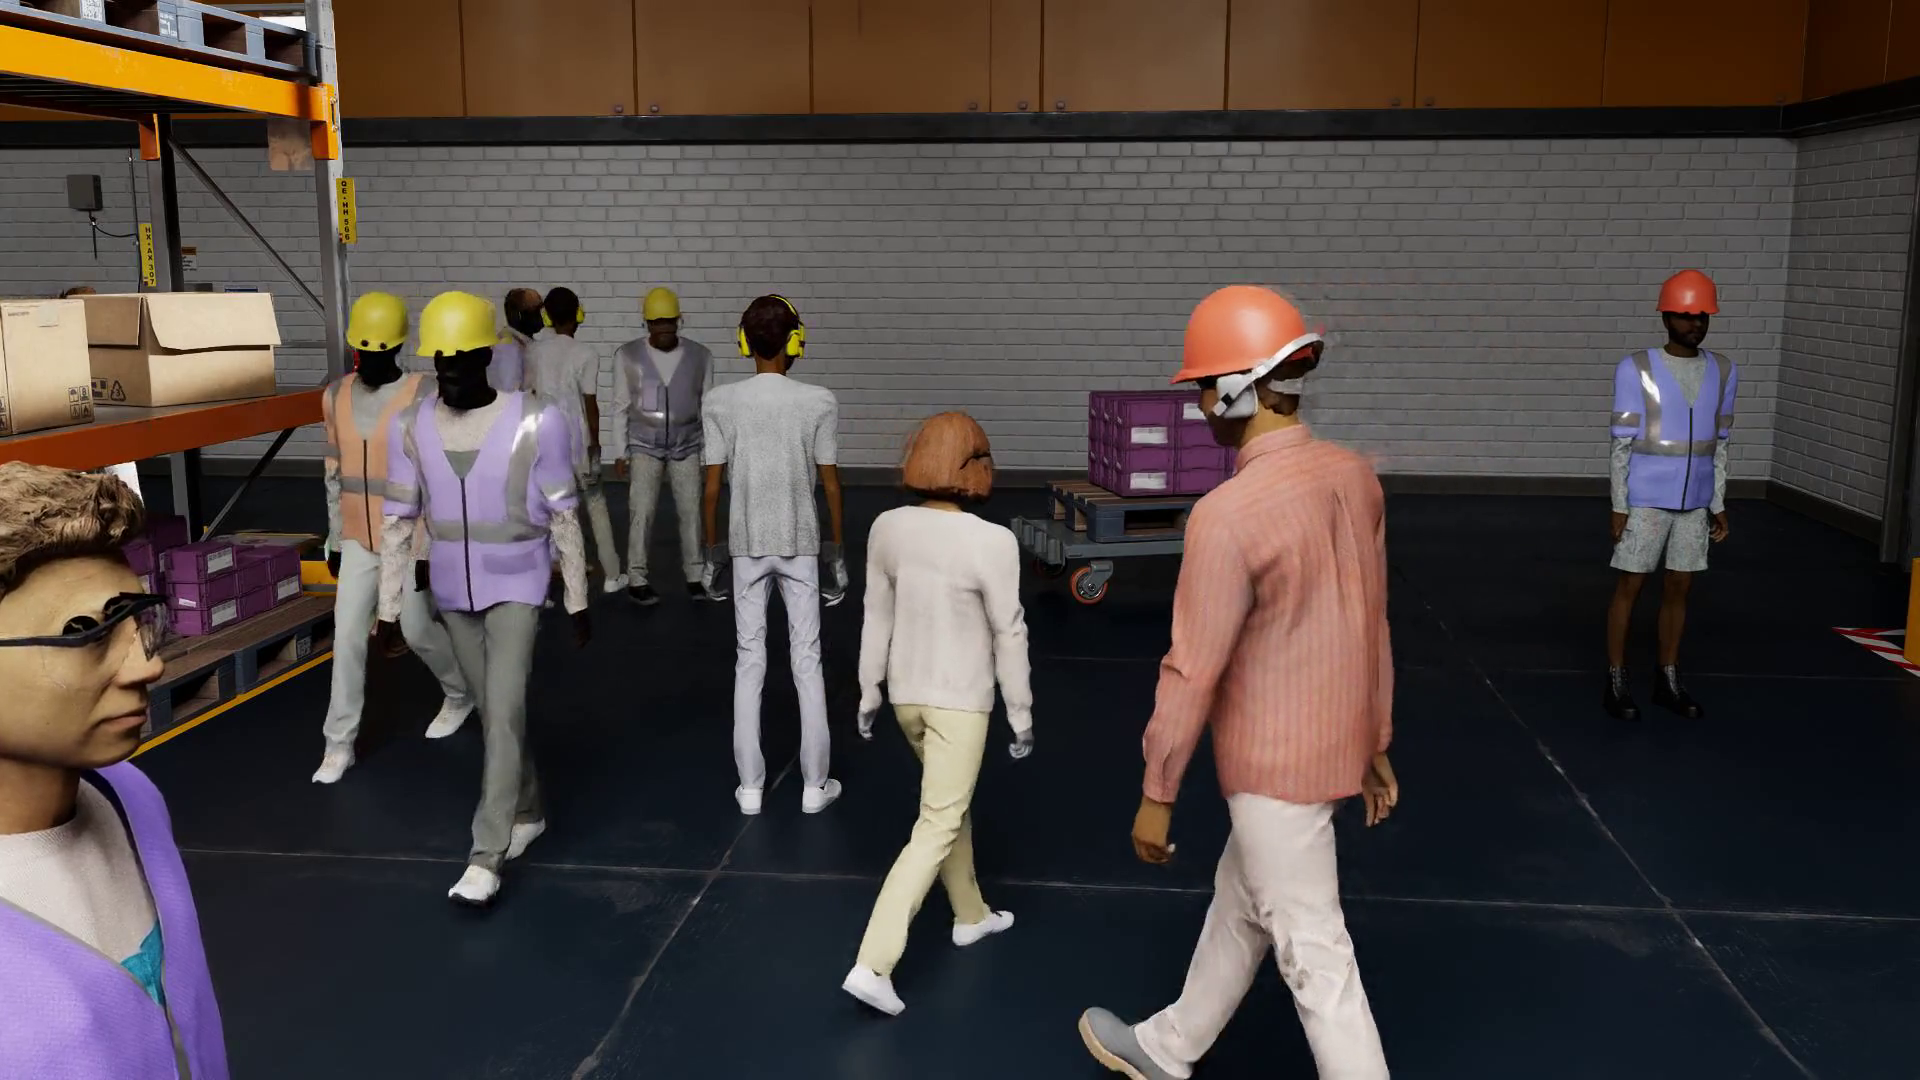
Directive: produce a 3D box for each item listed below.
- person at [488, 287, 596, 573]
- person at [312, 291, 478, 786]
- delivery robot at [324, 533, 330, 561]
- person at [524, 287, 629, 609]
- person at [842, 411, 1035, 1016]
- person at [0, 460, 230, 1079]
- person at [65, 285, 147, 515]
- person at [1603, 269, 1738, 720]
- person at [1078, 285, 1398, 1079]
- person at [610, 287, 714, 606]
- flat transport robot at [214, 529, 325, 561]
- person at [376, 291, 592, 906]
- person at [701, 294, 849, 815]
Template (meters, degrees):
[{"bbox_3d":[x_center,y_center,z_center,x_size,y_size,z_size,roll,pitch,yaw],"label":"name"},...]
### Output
[{"bbox_3d":[-2.751,-0.643,10.205,0.857,1.810,0.630,-1,10,-4],"label":"person"},{"bbox_3d":[-2.206,-0.043,6.551,0.624,1.877,0.872,3,10,15],"label":"person"},{"bbox_3d":[-3.444,0.045,9.539,0.477,0.478,0.707,-3,10,-17],"label":"delivery robot"},{"bbox_3d":[-2.260,-0.529,9.501,0.500,1.829,0.948,2,10,14],"label":"person"},{"bbox_3d":[-0.079,0.450,4.518,0.516,1.599,0.830,8,13,39],"label":"person"},{"bbox_3d":[-0.850,0.844,1.536,0.396,1.847,0.564,-1,10,-5],"label":"person"},{"bbox_3d":[-5.720,-0.769,10.936,0.935,1.797,0.640,4,11,24],"label":"person"},{"bbox_3d":[3.061,-0.183,7.152,0.547,1.938,0.377,-1,10,-6],"label":"person"},{"bbox_3d":[0.575,0.449,3.517,1.013,1.937,0.628,8,13,40],"label":"person"},{"bbox_3d":[-1.687,-0.526,9.492,0.606,1.819,0.447,-3,10,-14],"label":"person"},{"bbox_3d":[-4.373,0.140,10.075,0.652,0.197,1.431,0,10,2],"label":"flat transport robot"},{"bbox_3d":[-1.537,0.180,5.199,0.618,1.879,0.933,2,10,11],"label":"person"},{"bbox_3d":[-0.665,0.060,5.972,0.533,1.864,0.311,0,10,-1],"label":"person"}]
